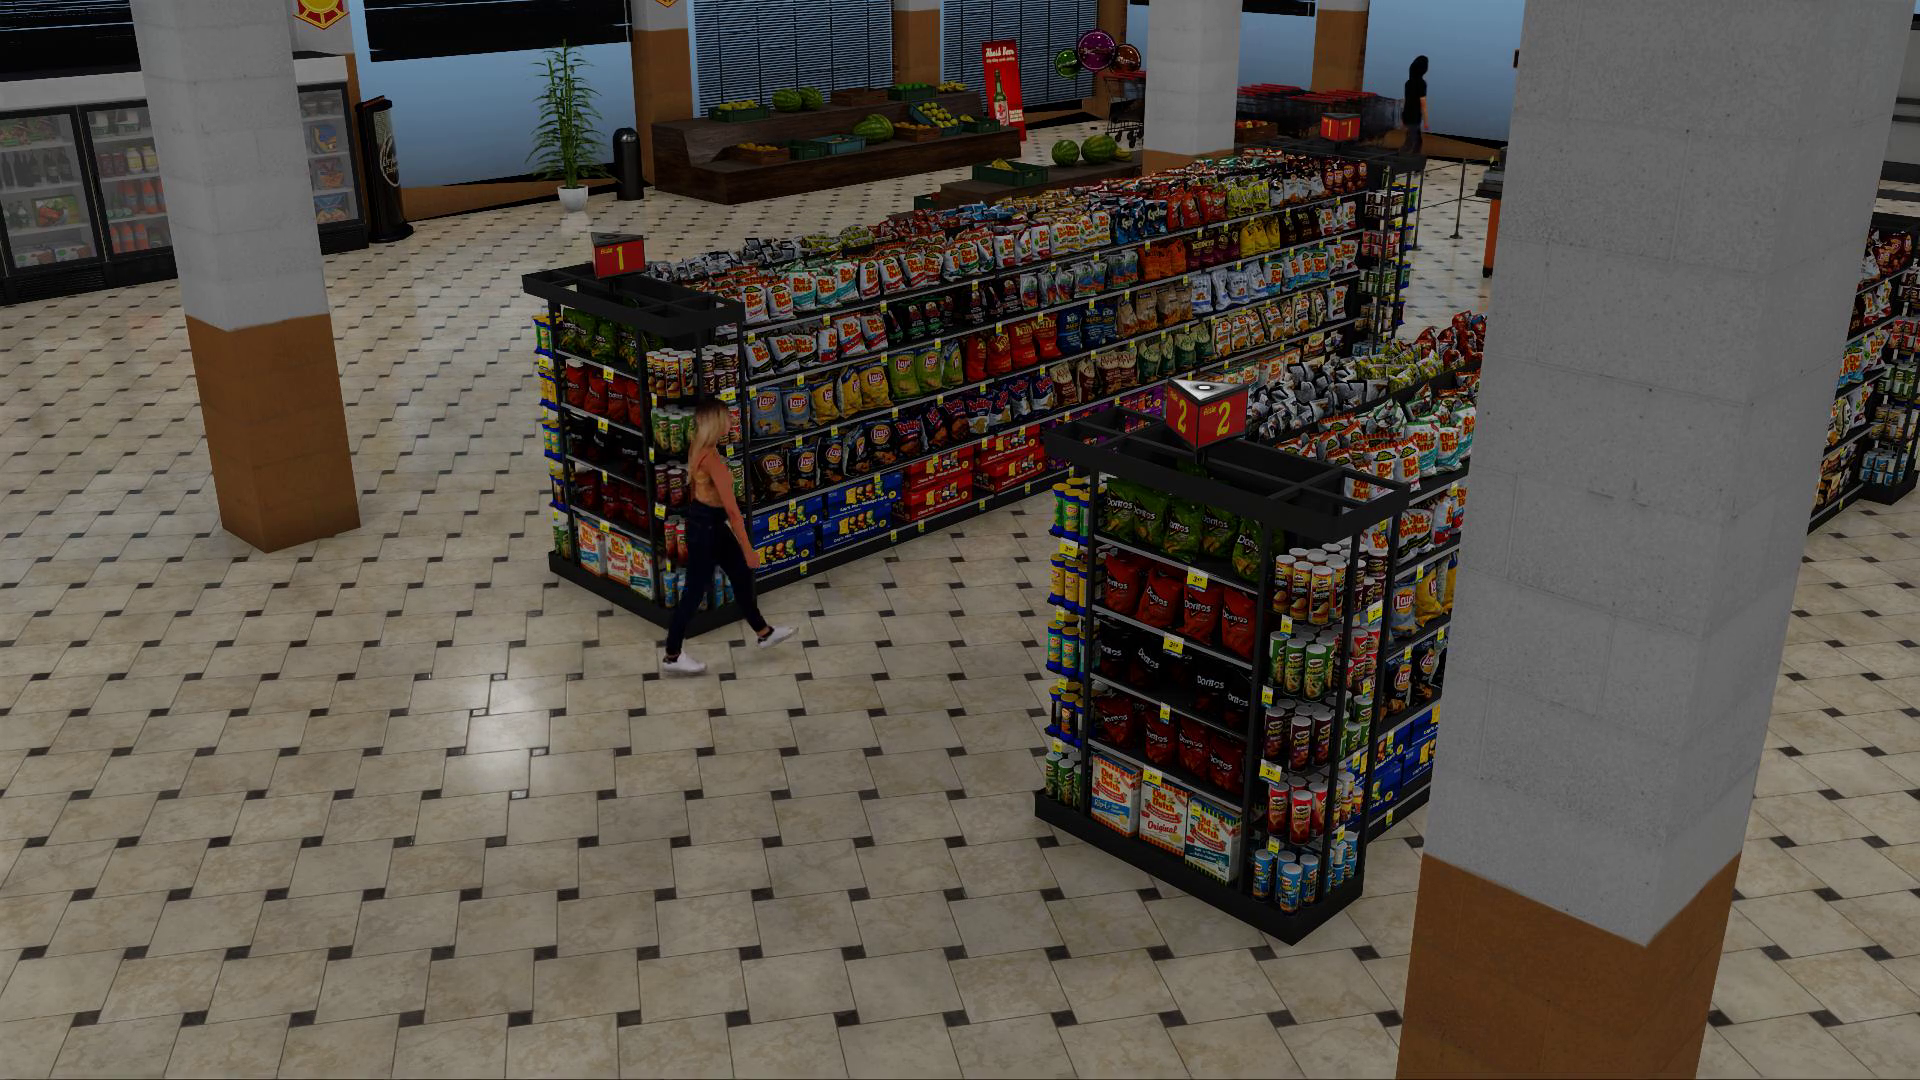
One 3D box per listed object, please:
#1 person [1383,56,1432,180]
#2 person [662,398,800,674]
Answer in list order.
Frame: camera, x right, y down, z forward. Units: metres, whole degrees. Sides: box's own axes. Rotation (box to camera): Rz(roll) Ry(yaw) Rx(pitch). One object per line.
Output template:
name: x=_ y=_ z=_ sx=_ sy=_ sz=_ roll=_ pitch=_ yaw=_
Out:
person: x=6.647 y=-6.234 z=24.708 sx=1.204 sy=1.794 sz=1.044 roll=-3 pitch=22 yaw=-8
person: x=-1.502 y=0.014 z=9.432 sx=1.158 sy=1.590 sz=0.925 roll=-6 pitch=23 yaw=-15
